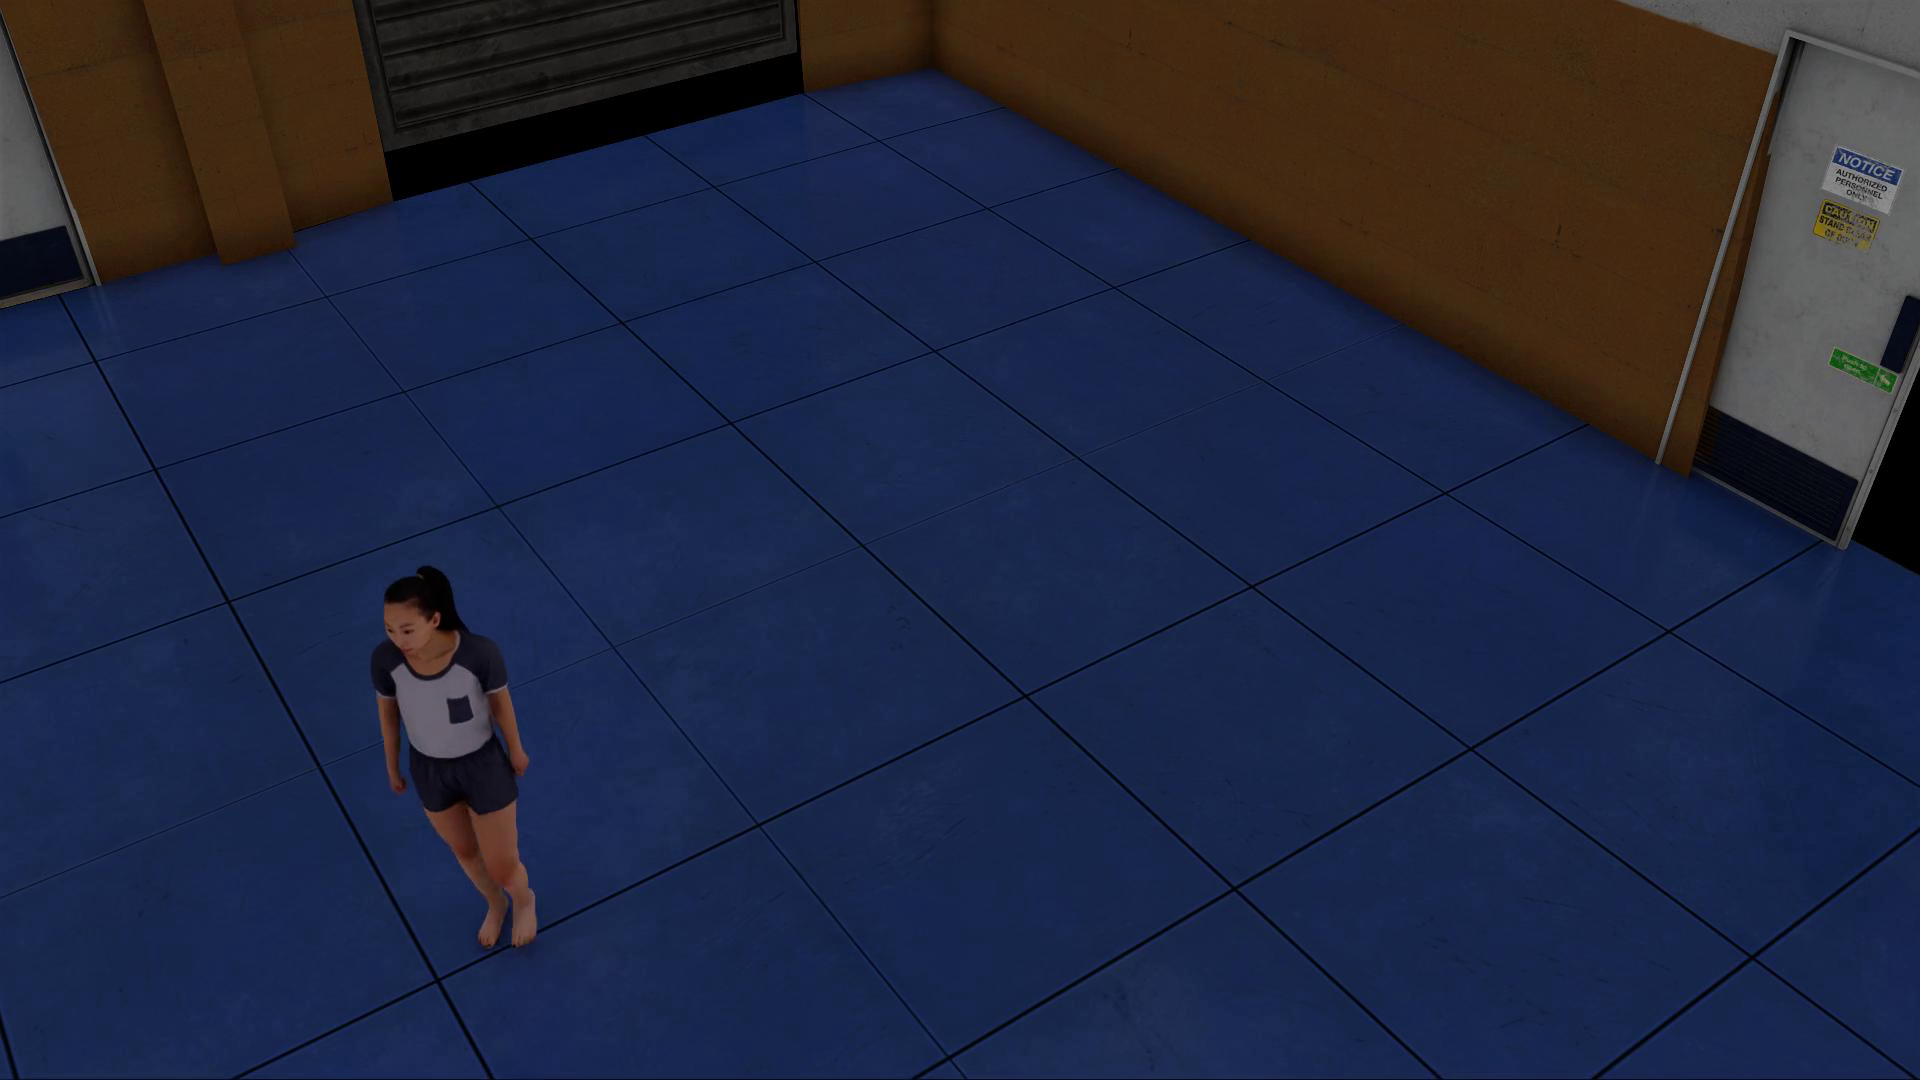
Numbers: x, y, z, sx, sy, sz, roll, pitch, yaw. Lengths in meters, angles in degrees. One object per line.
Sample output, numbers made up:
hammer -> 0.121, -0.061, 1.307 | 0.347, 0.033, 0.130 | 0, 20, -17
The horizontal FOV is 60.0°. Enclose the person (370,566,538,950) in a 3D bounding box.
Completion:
person -> -1.709, 0.744, 5.788 | 0.699, 1.642, 0.773 | 3, 37, 4
